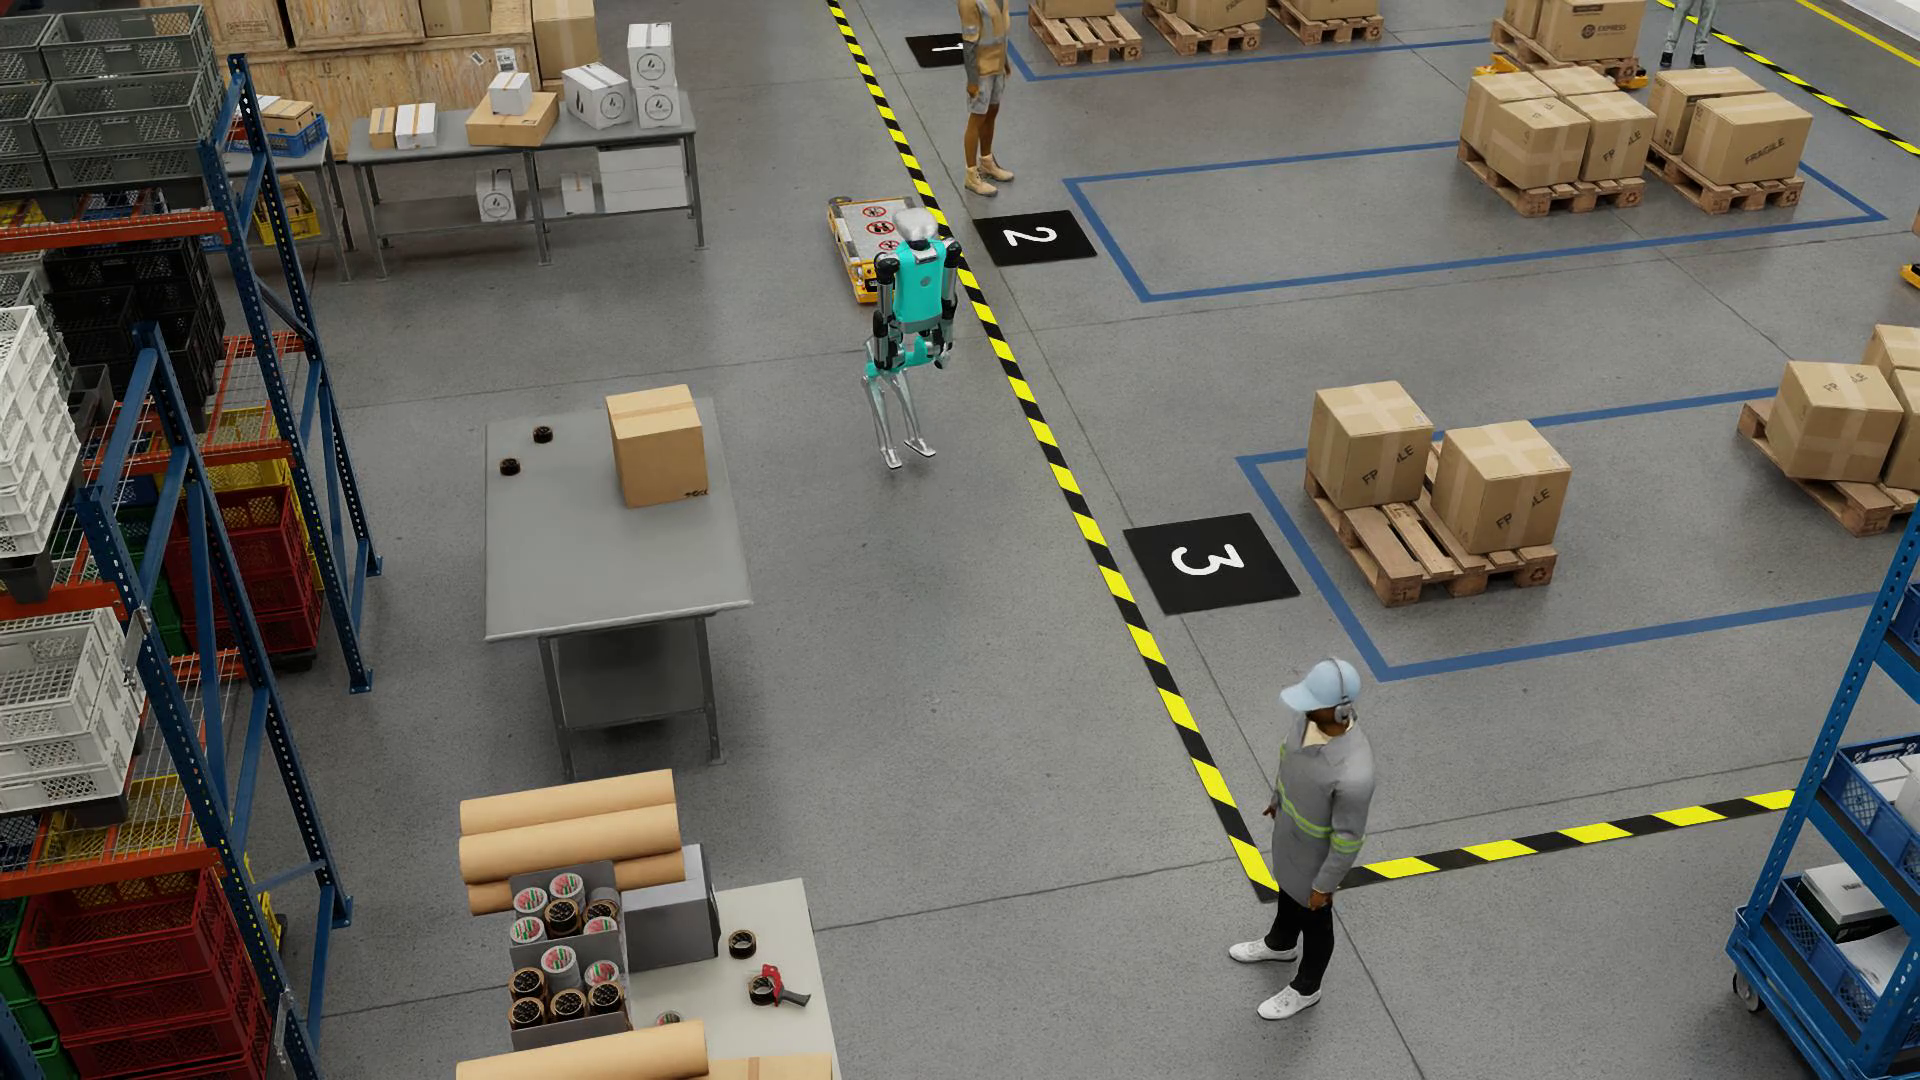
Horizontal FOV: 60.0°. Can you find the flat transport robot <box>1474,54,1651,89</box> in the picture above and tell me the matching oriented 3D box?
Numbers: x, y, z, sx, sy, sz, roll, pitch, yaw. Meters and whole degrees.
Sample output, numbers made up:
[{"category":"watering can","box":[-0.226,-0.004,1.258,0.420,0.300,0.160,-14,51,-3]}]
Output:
[{"category":"flat transport robot","box":[5.572,-4.343,15.368,1.431,0.197,0.652,-8,37,-10]}]

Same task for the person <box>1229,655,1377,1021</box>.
[{"category":"person","box":[1.373,1.181,6.639,0.378,1.852,0.589,-8,37,-10]}]

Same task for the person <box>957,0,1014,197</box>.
[{"category":"person","box":[0.227,-3.740,13.093,0.360,2.047,0.612,18,40,23]}]

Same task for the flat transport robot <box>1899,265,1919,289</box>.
[{"category":"flat transport robot","box":[7.724,-1.942,12.140,1.431,0.197,0.652,-8,37,-10]}]

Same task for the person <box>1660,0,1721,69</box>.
[{"category":"person","box":[6.912,-5.269,15.329,0.588,1.826,0.404,8,37,10]}]

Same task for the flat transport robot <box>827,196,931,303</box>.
[{"category":"flat transport robot","box":[-0.570,-2.220,12.538,0.659,0.231,1.431,-8,37,-10]}]

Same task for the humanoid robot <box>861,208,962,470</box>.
[{"category":"humanoid robot","box":[-0.361,-1.247,9.891,0.533,1.671,0.735,-19,41,-23]}]
